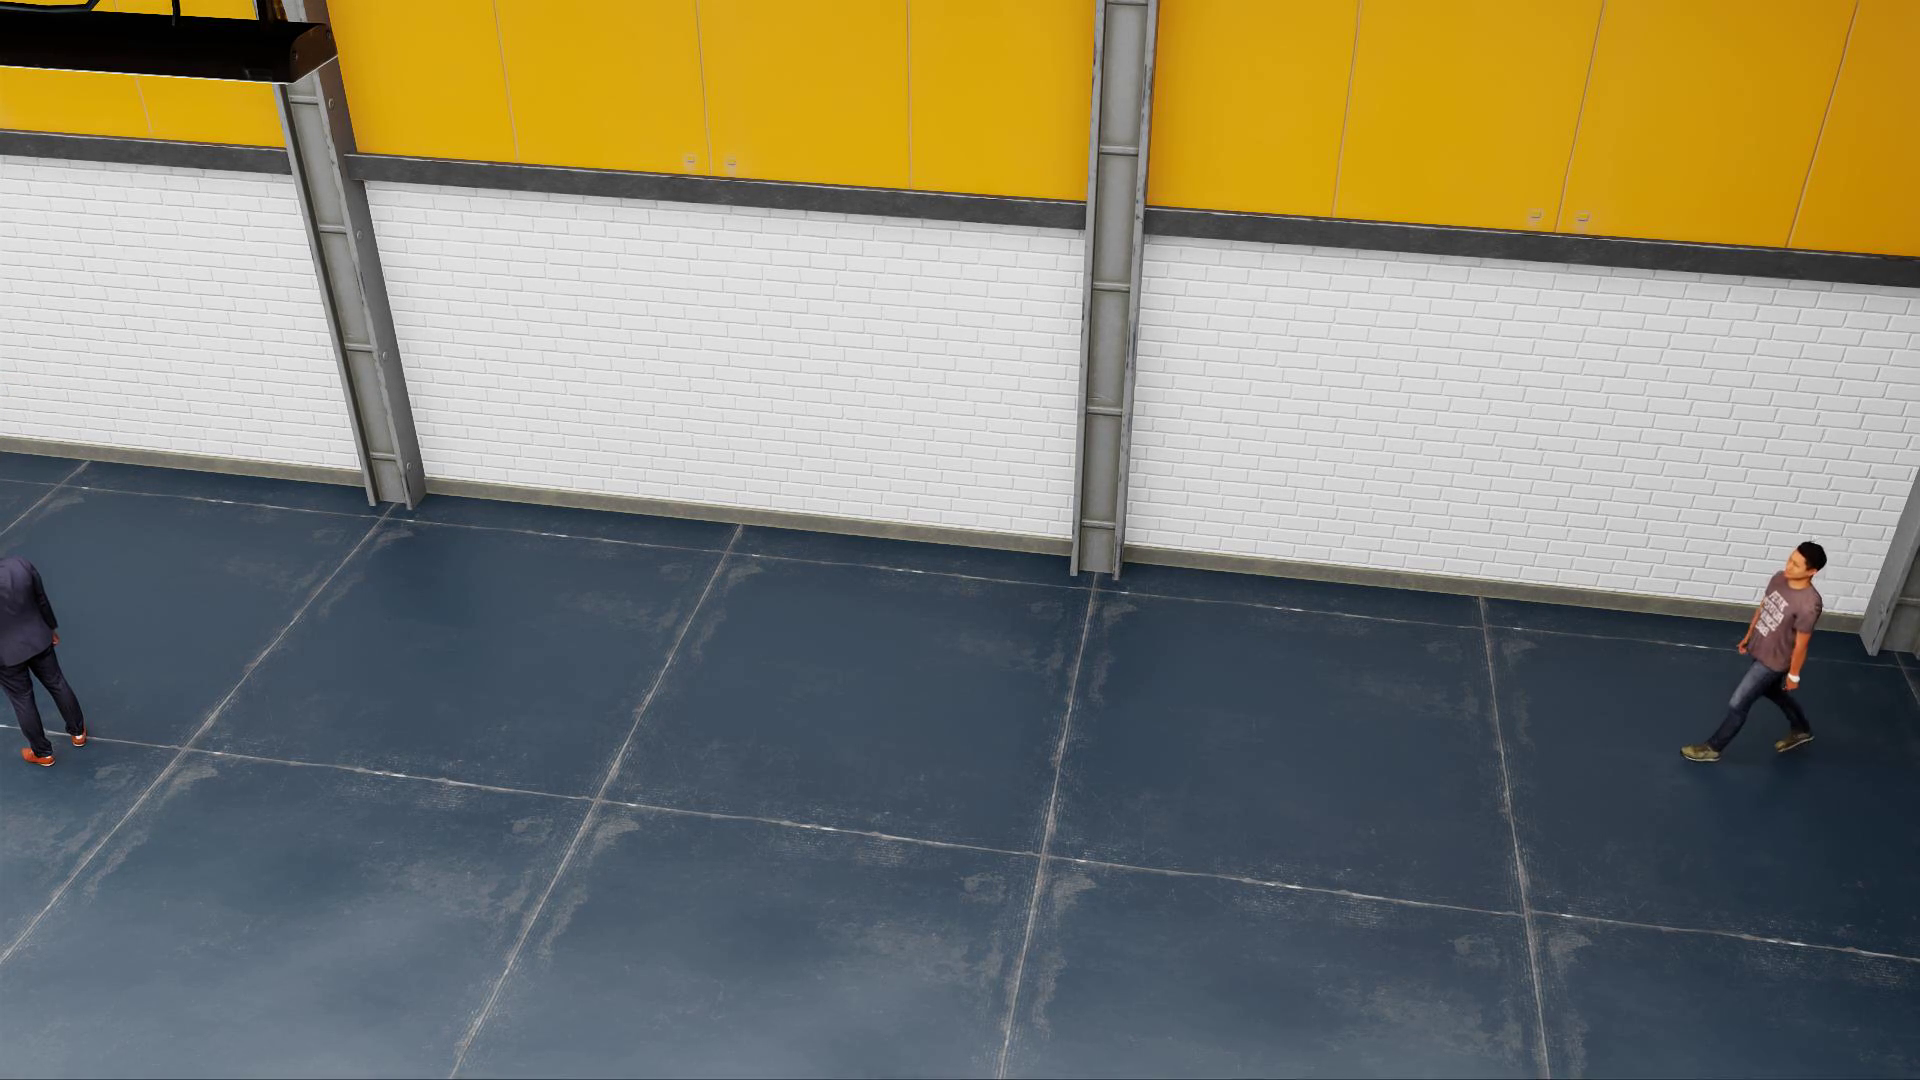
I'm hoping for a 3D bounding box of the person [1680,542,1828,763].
[{"bbox_3d":[5.457,0.763,10.978,1.182,1.743,0.768,0,34,0],"label":"person"}]

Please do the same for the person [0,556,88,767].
[{"bbox_3d":[-6.221,0.698,11.003,0.779,1.824,0.787,23,40,31],"label":"person"}]
